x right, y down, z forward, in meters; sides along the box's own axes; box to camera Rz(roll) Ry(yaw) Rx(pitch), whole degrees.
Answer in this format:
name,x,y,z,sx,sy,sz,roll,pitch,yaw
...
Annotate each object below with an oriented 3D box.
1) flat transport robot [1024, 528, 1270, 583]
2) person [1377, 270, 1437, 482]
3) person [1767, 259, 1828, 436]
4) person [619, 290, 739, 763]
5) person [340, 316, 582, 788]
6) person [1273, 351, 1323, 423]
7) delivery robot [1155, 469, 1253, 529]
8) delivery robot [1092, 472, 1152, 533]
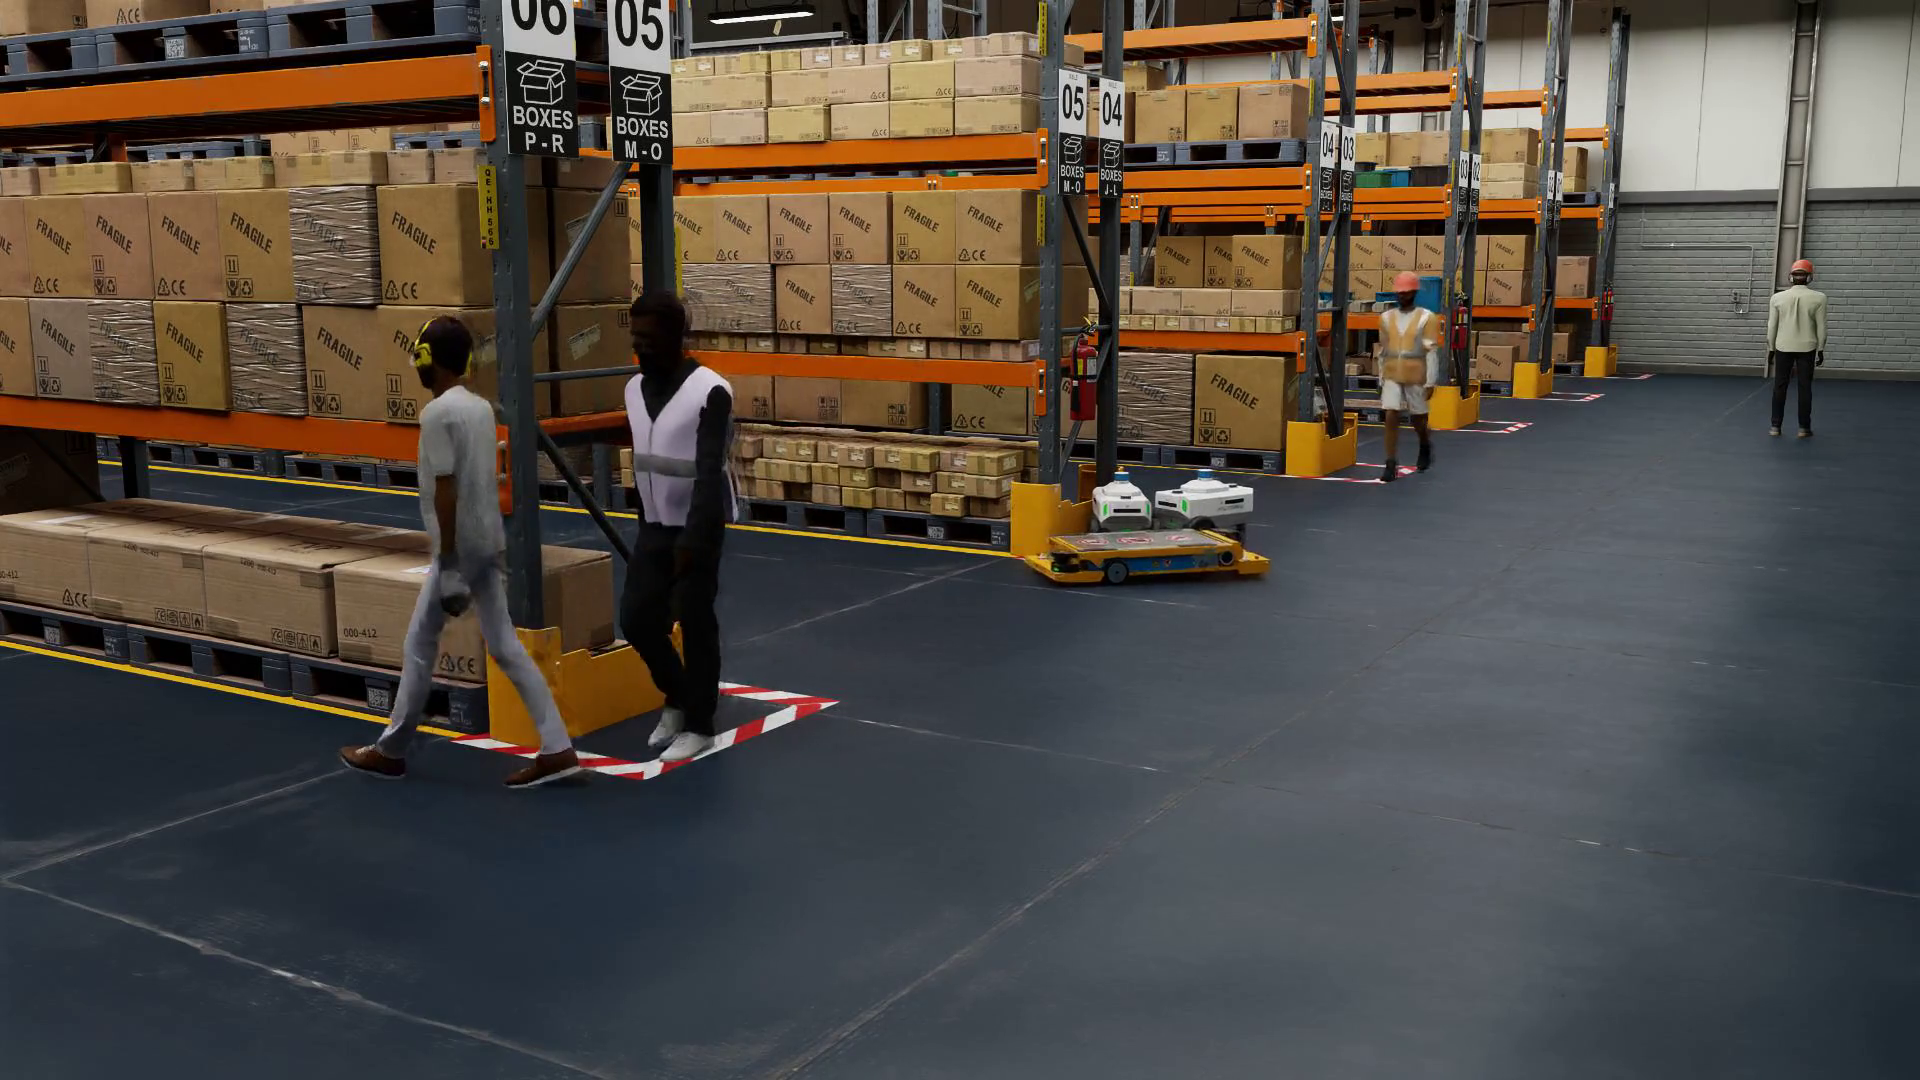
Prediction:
name,x,y,z,sx,sy,sz,roll,pitch,yaw
flat transport robot,1.189,0.089,10.637,1.431,0.197,0.652,-3,10,-15
person,4.098,-1.504,15.197,0.548,1.911,0.844,6,11,32
person,9.455,-2.165,18.803,0.609,1.992,0.383,6,12,33
person,-1.136,-0.036,6.630,0.589,1.896,0.496,7,12,35
person,-1.912,0.054,6.368,1.008,1.809,0.537,2,10,11
person,3.829,-2.223,19.426,0.983,1.898,0.648,4,11,24
delivery robot,1.695,-0.248,11.506,0.707,0.478,0.477,-7,12,-35
delivery robot,1.100,-0.222,11.355,0.477,0.478,0.707,0,10,-1
